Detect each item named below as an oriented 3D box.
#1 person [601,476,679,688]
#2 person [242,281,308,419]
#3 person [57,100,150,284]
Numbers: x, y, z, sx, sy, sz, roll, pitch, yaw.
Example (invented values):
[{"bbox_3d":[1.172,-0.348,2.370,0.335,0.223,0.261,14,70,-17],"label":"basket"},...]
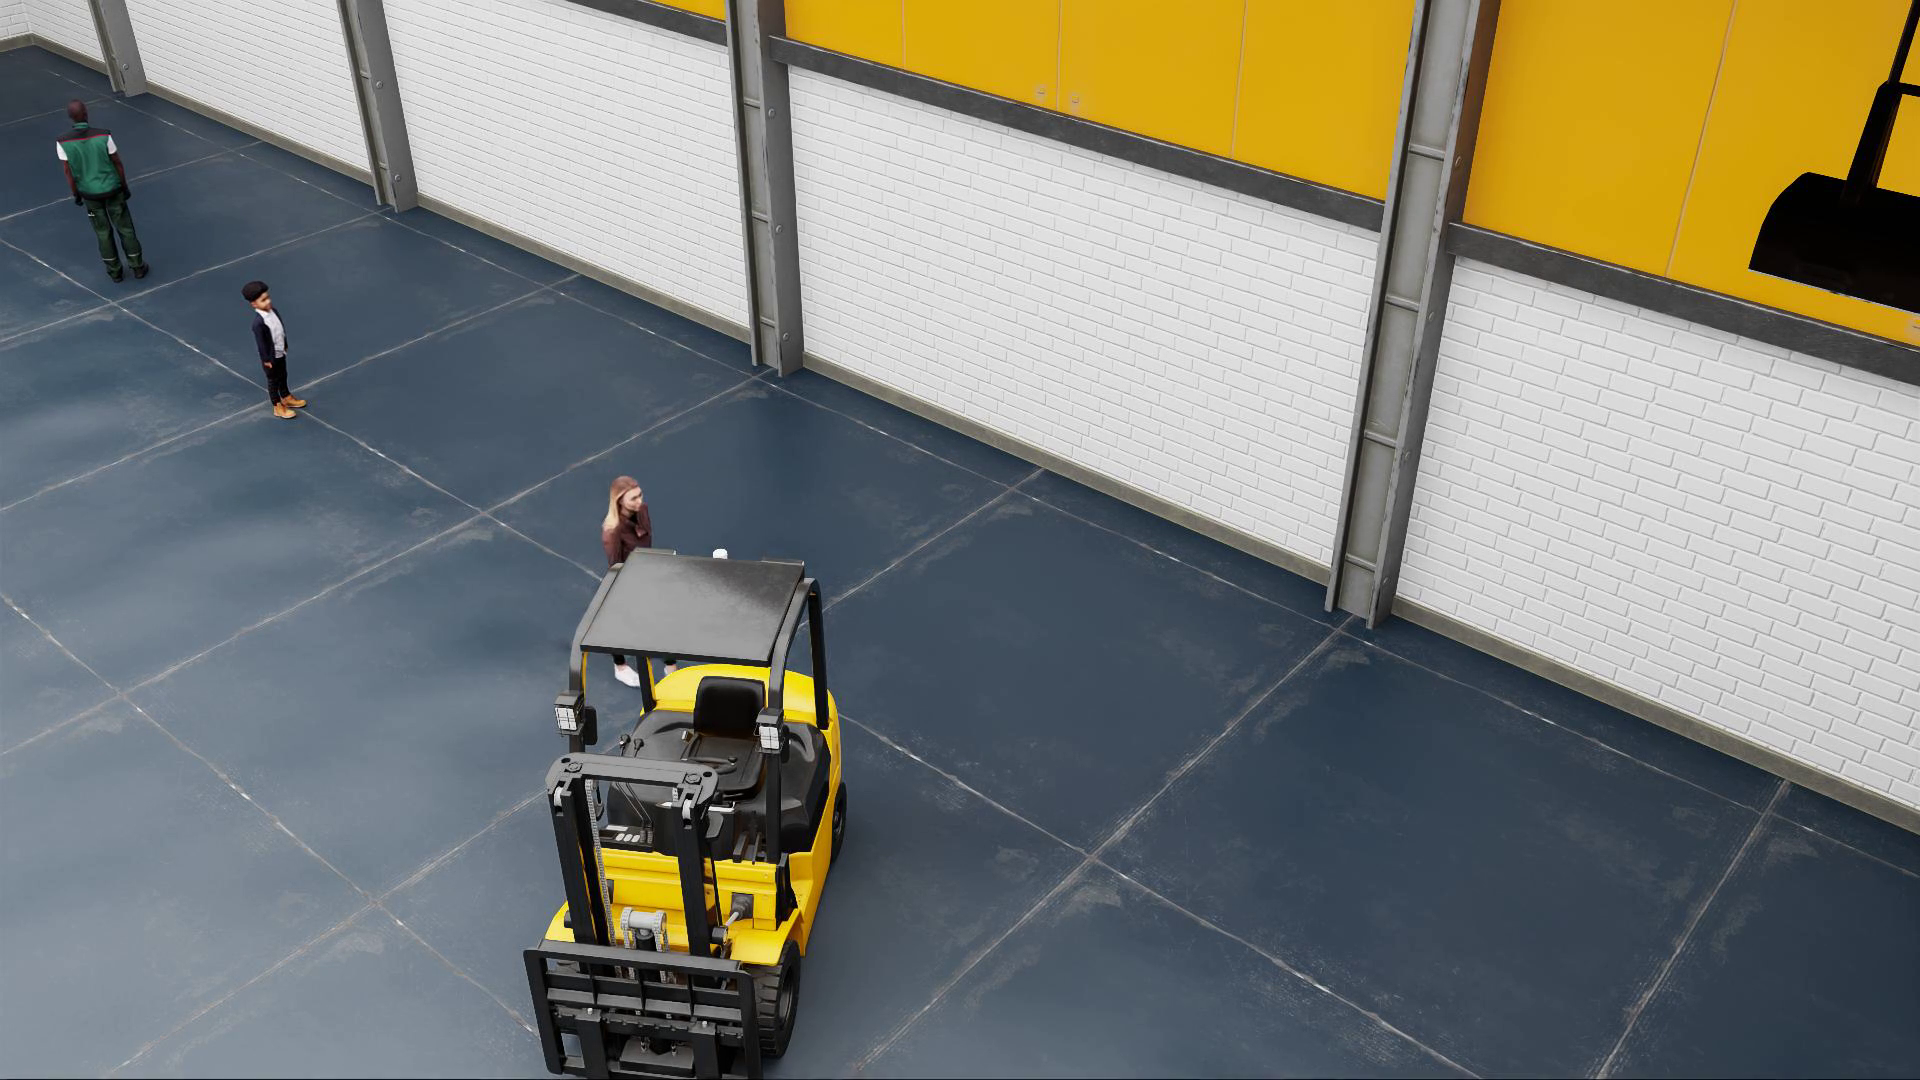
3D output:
[{"bbox_3d":[-2.235,0.280,11.011,0.911,1.677,0.743,16,37,23],"label":"person"},{"bbox_3d":[-5.939,-1.660,14.337,0.618,1.227,0.585,6,34,9],"label":"person"},{"bbox_3d":[-8.509,-3.456,16.484,0.778,1.840,0.772,-13,36,-19],"label":"person"}]
